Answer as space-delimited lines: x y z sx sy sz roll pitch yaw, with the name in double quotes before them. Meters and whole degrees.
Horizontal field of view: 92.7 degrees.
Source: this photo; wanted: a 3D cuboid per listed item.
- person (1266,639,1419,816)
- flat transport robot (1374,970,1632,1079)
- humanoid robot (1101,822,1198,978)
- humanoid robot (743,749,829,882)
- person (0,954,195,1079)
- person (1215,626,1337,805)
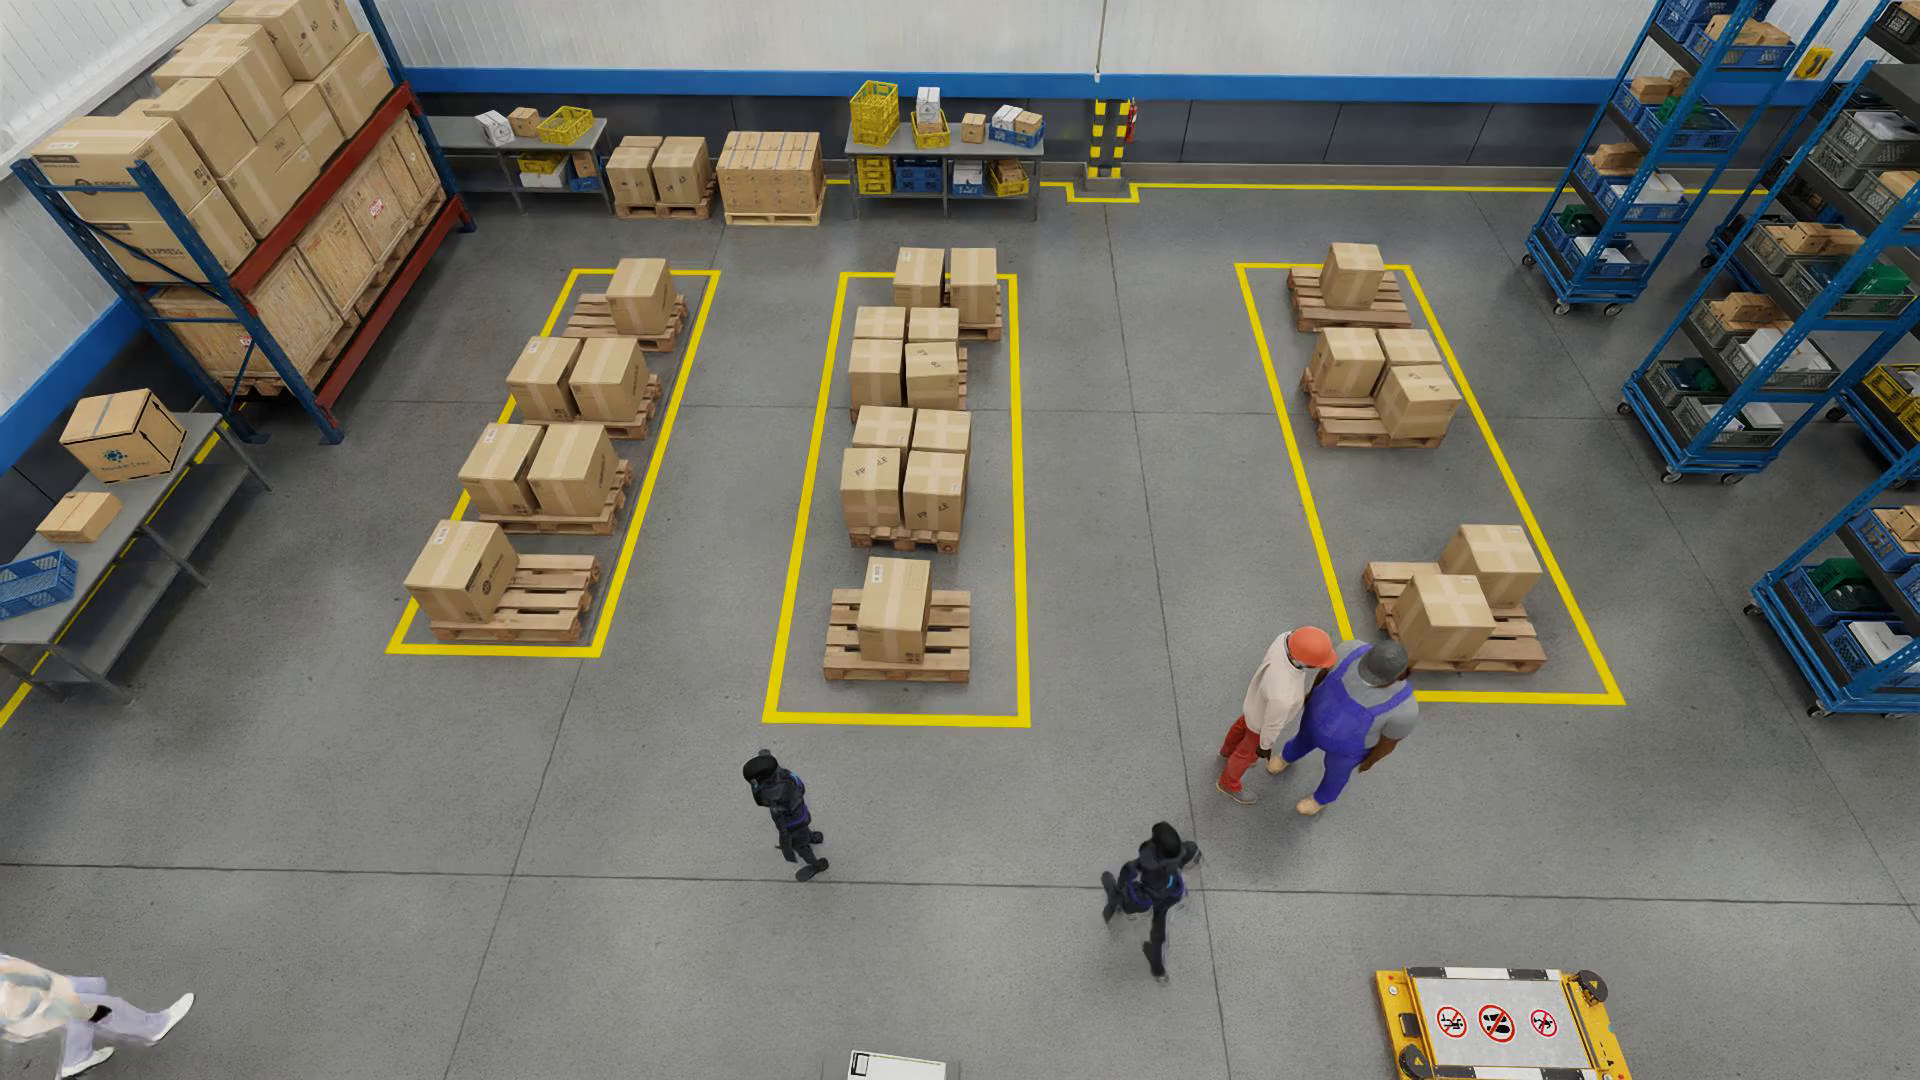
"person" 2.610 1.274 6.305 0.536 2.000 0.682 -20 53 -15
"flat transport robot" 3.501 3.133 5.914 1.431 0.197 0.652 1 51 1
"humanoid robot" 1.209 2.211 5.806 0.608 1.630 0.762 -11 52 -9
"humanoid robot" -1.156 1.824 6.094 0.361 1.648 0.541 -13 52 -11
"person" -5.283 2.659 5.256 0.594 1.910 0.533 16 53 13
"person" 2.165 1.201 6.394 0.395 1.991 0.621 12 52 10
